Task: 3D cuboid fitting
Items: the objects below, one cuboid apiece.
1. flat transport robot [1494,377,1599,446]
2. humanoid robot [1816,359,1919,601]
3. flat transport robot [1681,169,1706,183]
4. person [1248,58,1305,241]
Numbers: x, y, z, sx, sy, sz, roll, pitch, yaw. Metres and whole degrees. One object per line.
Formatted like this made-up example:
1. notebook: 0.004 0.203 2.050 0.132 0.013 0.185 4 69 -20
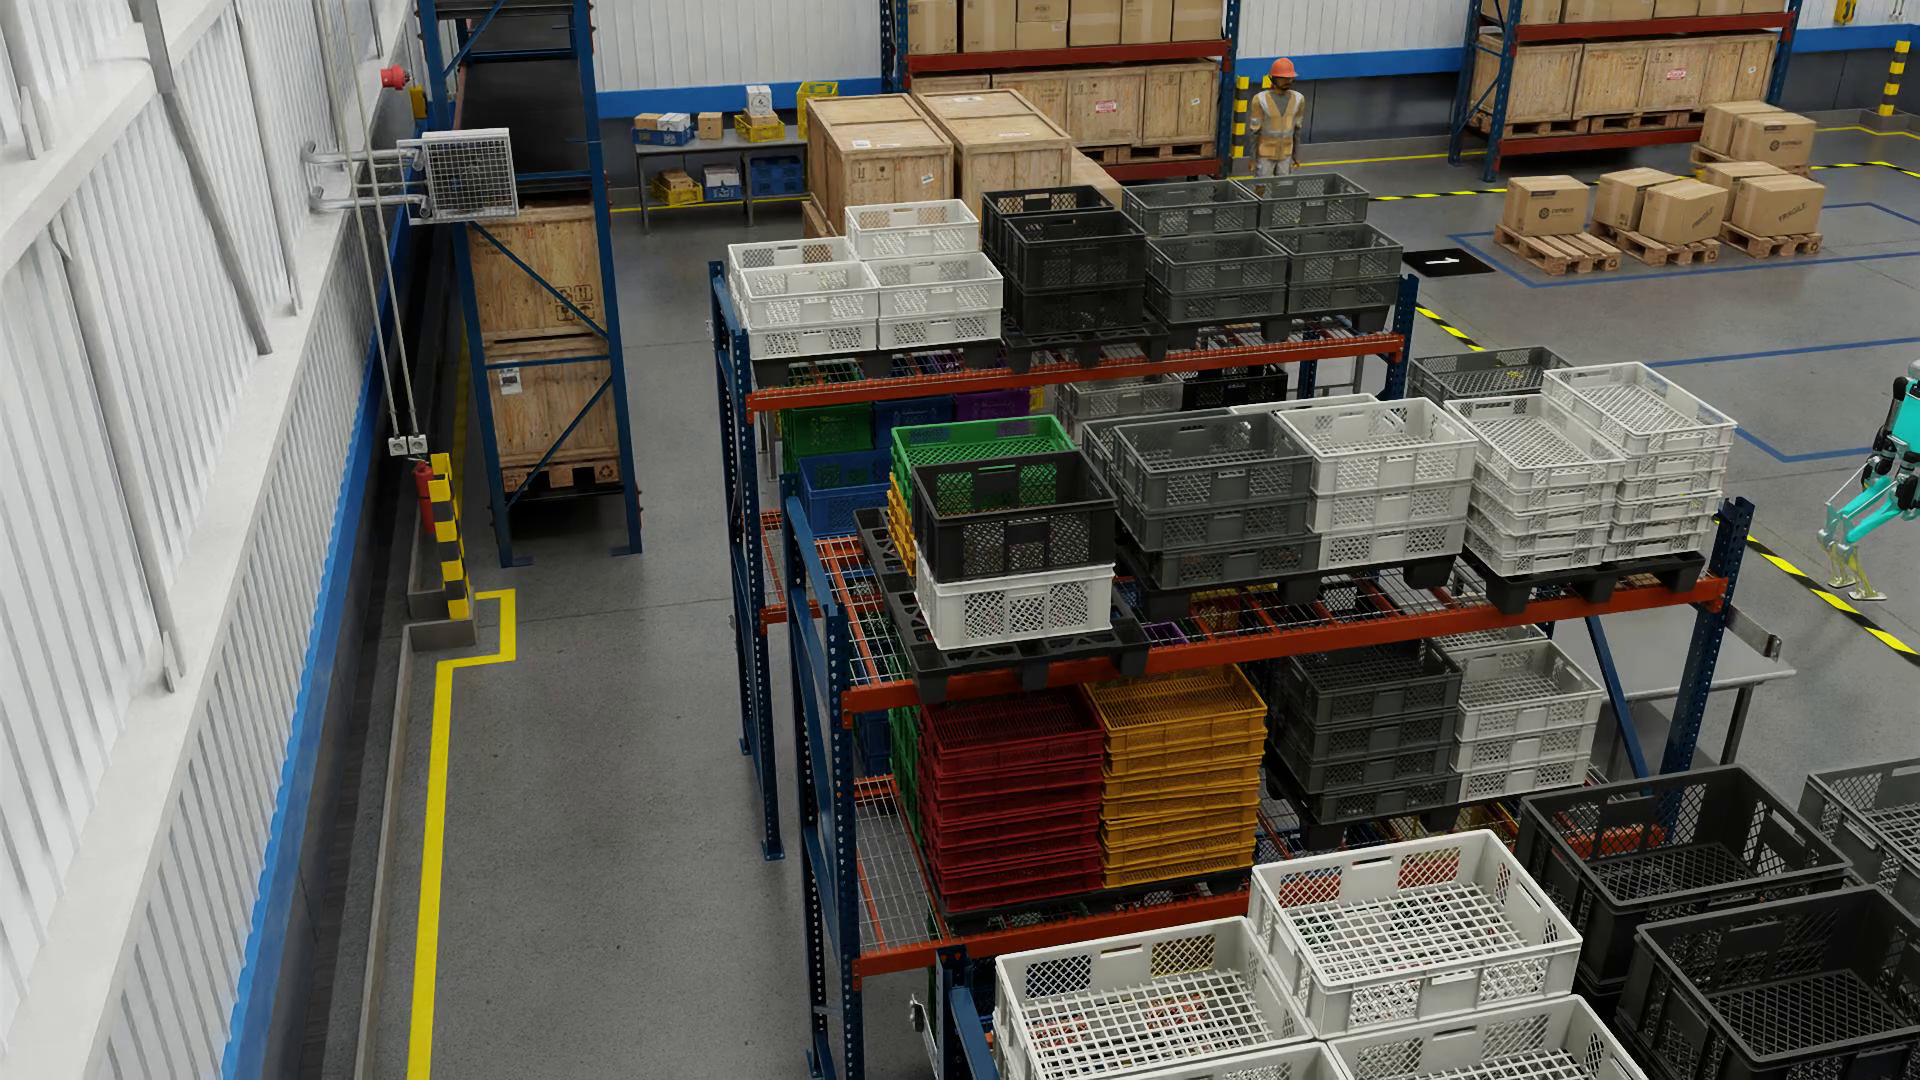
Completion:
1. flat transport robot: 4.780 -1.036 14.013 0.659 0.231 1.431 -6 28 -12
2. humanoid robot: 6.068 -0.380 11.052 0.735 1.673 0.533 -6 28 -12
3. flat transport robot: 9.672 -4.421 20.405 1.431 0.197 0.652 -6 28 -12
4. person: 3.436 -4.219 18.146 0.608 2.048 0.363 -6 28 -12
